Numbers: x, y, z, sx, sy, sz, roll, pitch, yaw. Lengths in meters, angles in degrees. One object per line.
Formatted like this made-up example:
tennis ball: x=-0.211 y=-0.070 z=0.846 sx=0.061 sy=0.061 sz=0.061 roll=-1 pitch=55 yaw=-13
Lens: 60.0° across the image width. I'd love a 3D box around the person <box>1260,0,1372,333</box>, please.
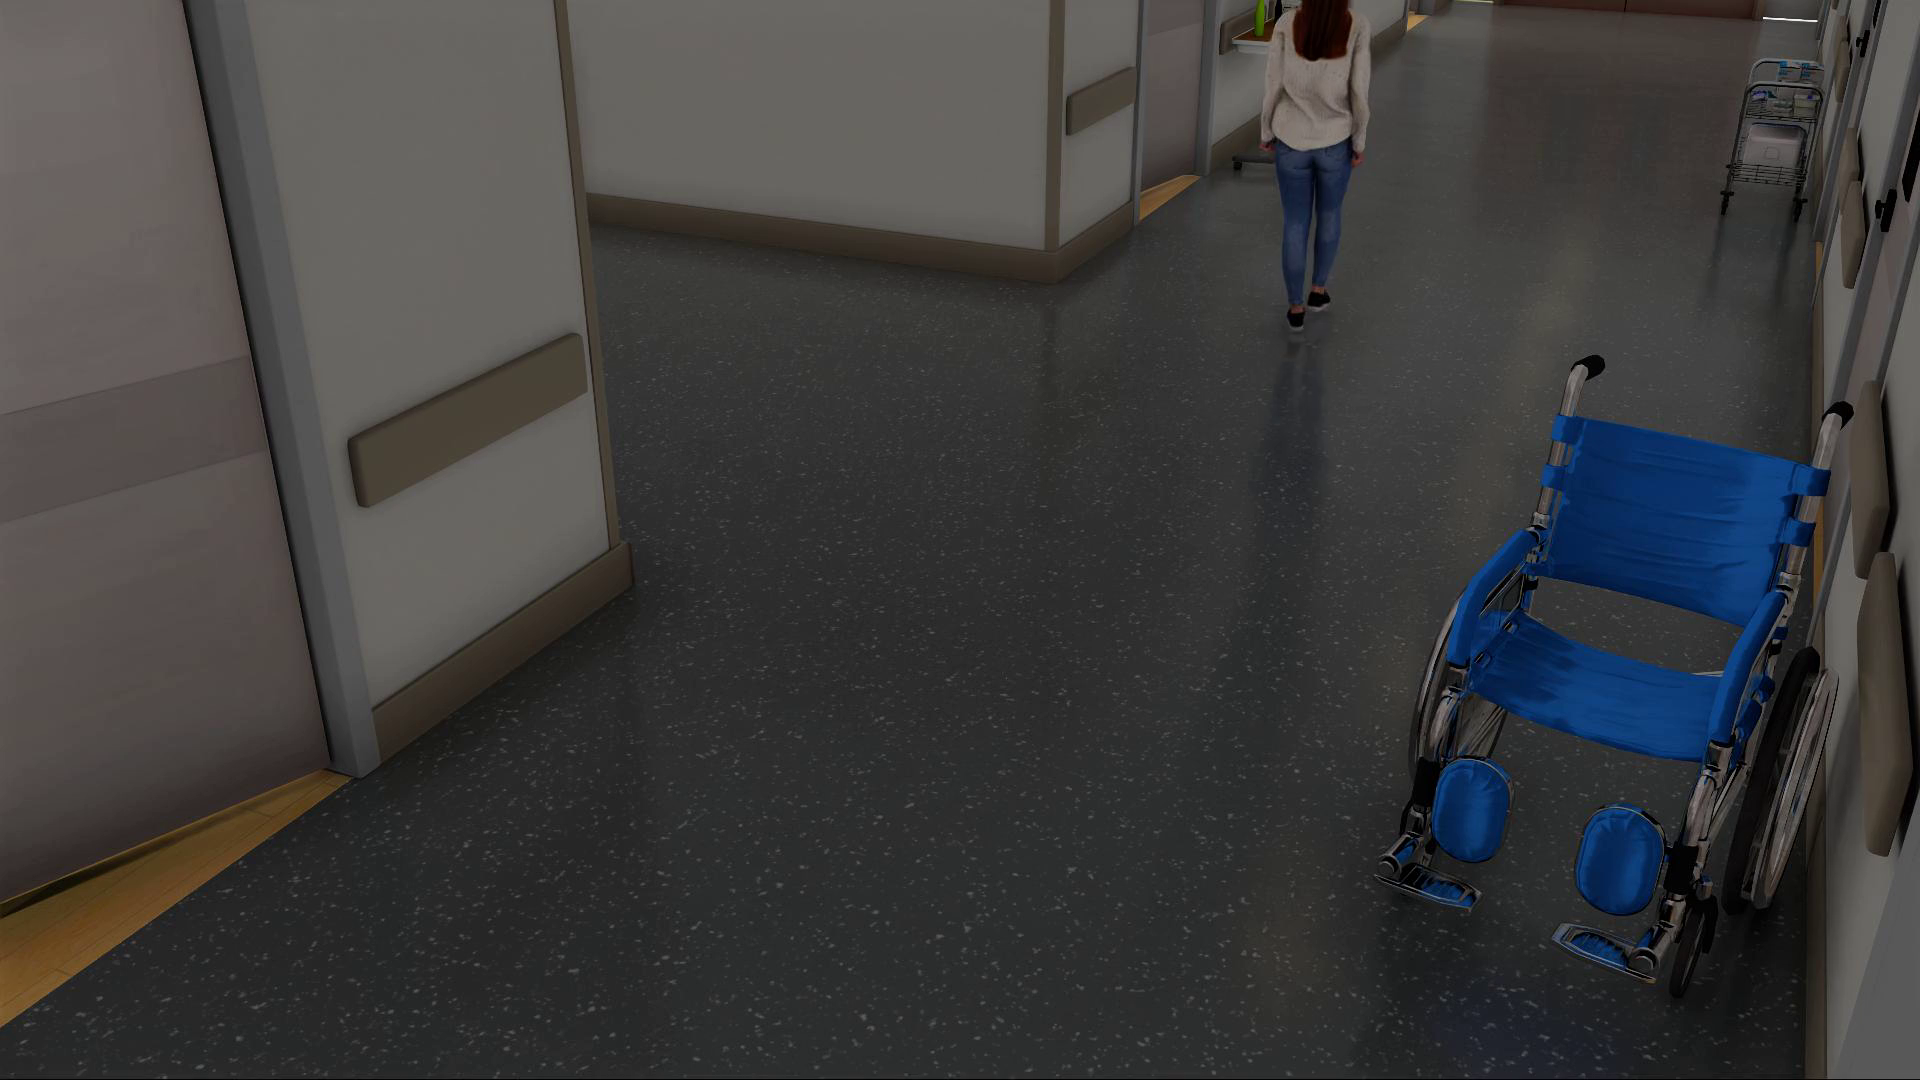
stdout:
person: x=1.569 y=-1.736 z=7.367 sx=0.695 sy=1.680 sz=0.726 roll=6 pitch=26 yaw=12
